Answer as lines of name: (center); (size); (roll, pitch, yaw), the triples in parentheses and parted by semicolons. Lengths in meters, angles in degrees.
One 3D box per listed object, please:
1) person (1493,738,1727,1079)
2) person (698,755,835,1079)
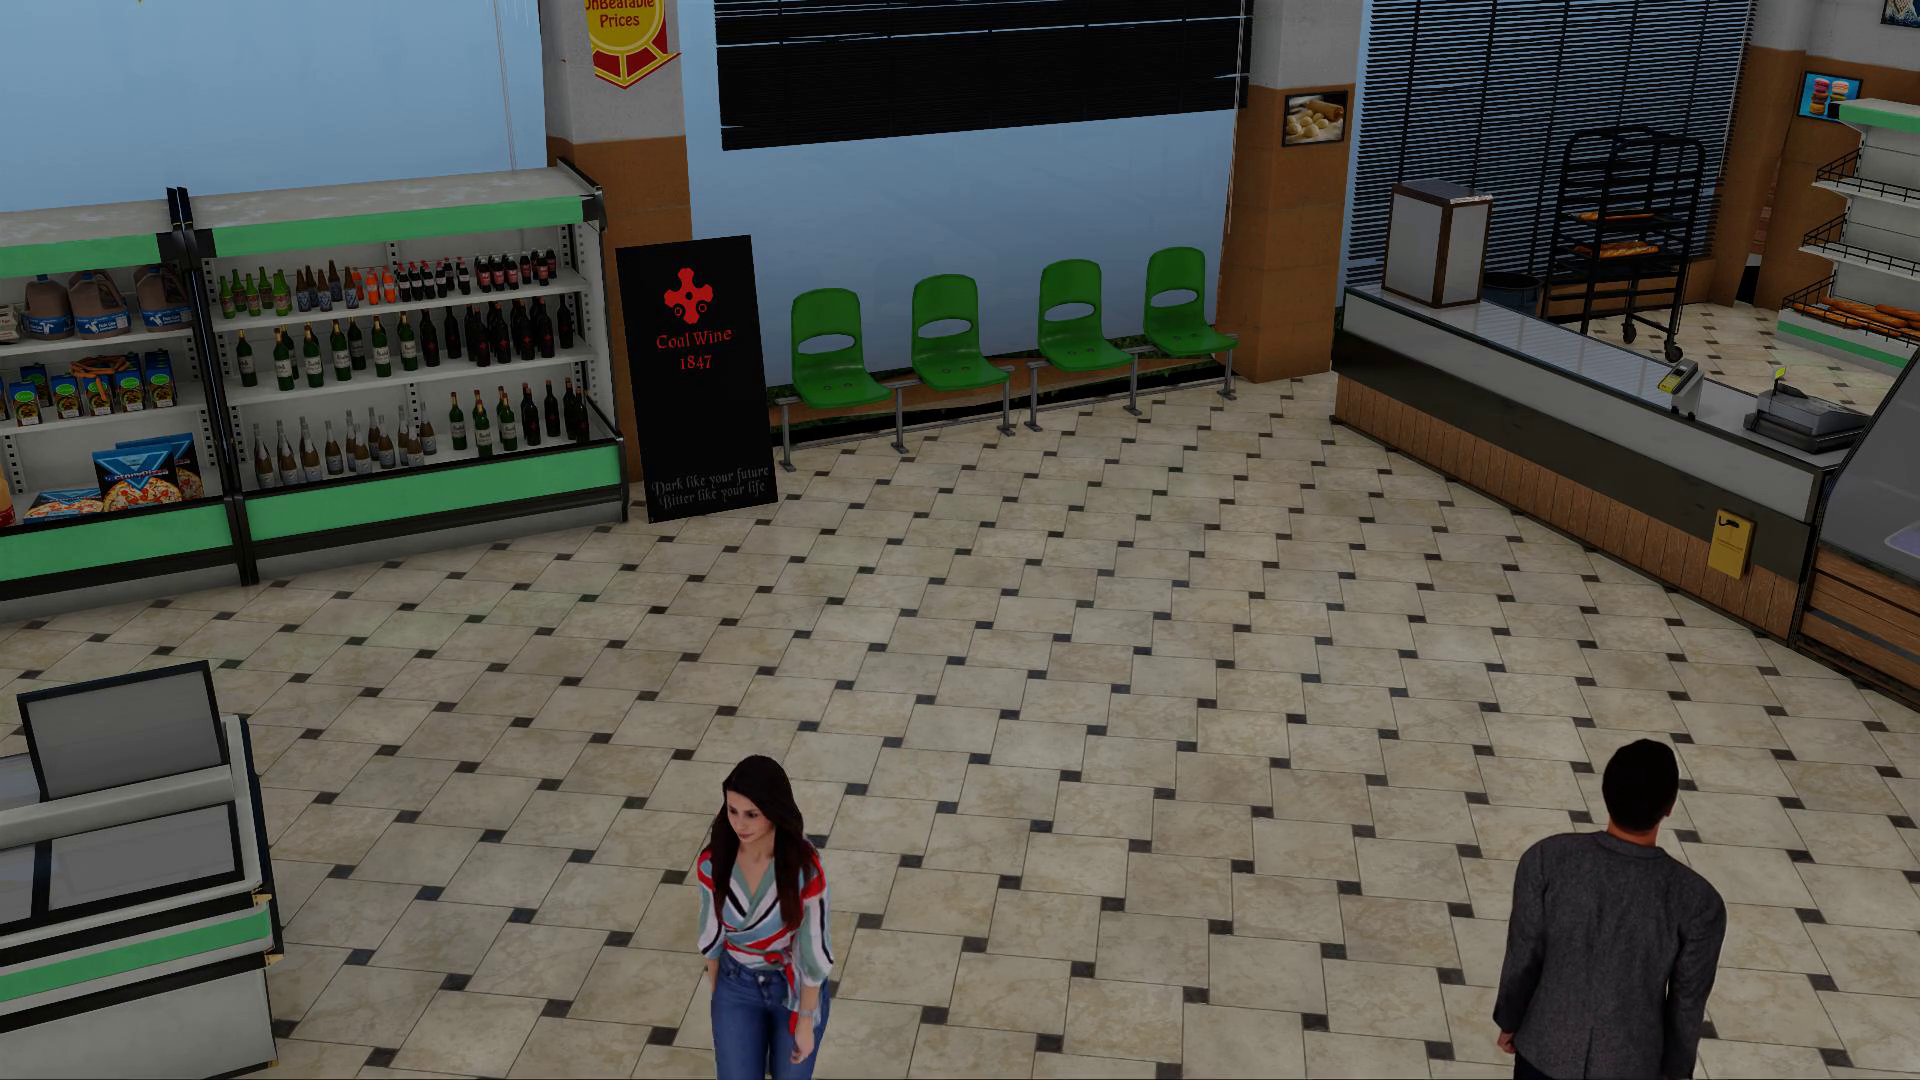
person: (1.745, 1.398, 4.596); (0.773, 1.871, 0.804); (11, 26, 24)
person: (-0.554, 1.329, 5.091); (0.705, 1.601, 0.776); (3, 24, 8)
